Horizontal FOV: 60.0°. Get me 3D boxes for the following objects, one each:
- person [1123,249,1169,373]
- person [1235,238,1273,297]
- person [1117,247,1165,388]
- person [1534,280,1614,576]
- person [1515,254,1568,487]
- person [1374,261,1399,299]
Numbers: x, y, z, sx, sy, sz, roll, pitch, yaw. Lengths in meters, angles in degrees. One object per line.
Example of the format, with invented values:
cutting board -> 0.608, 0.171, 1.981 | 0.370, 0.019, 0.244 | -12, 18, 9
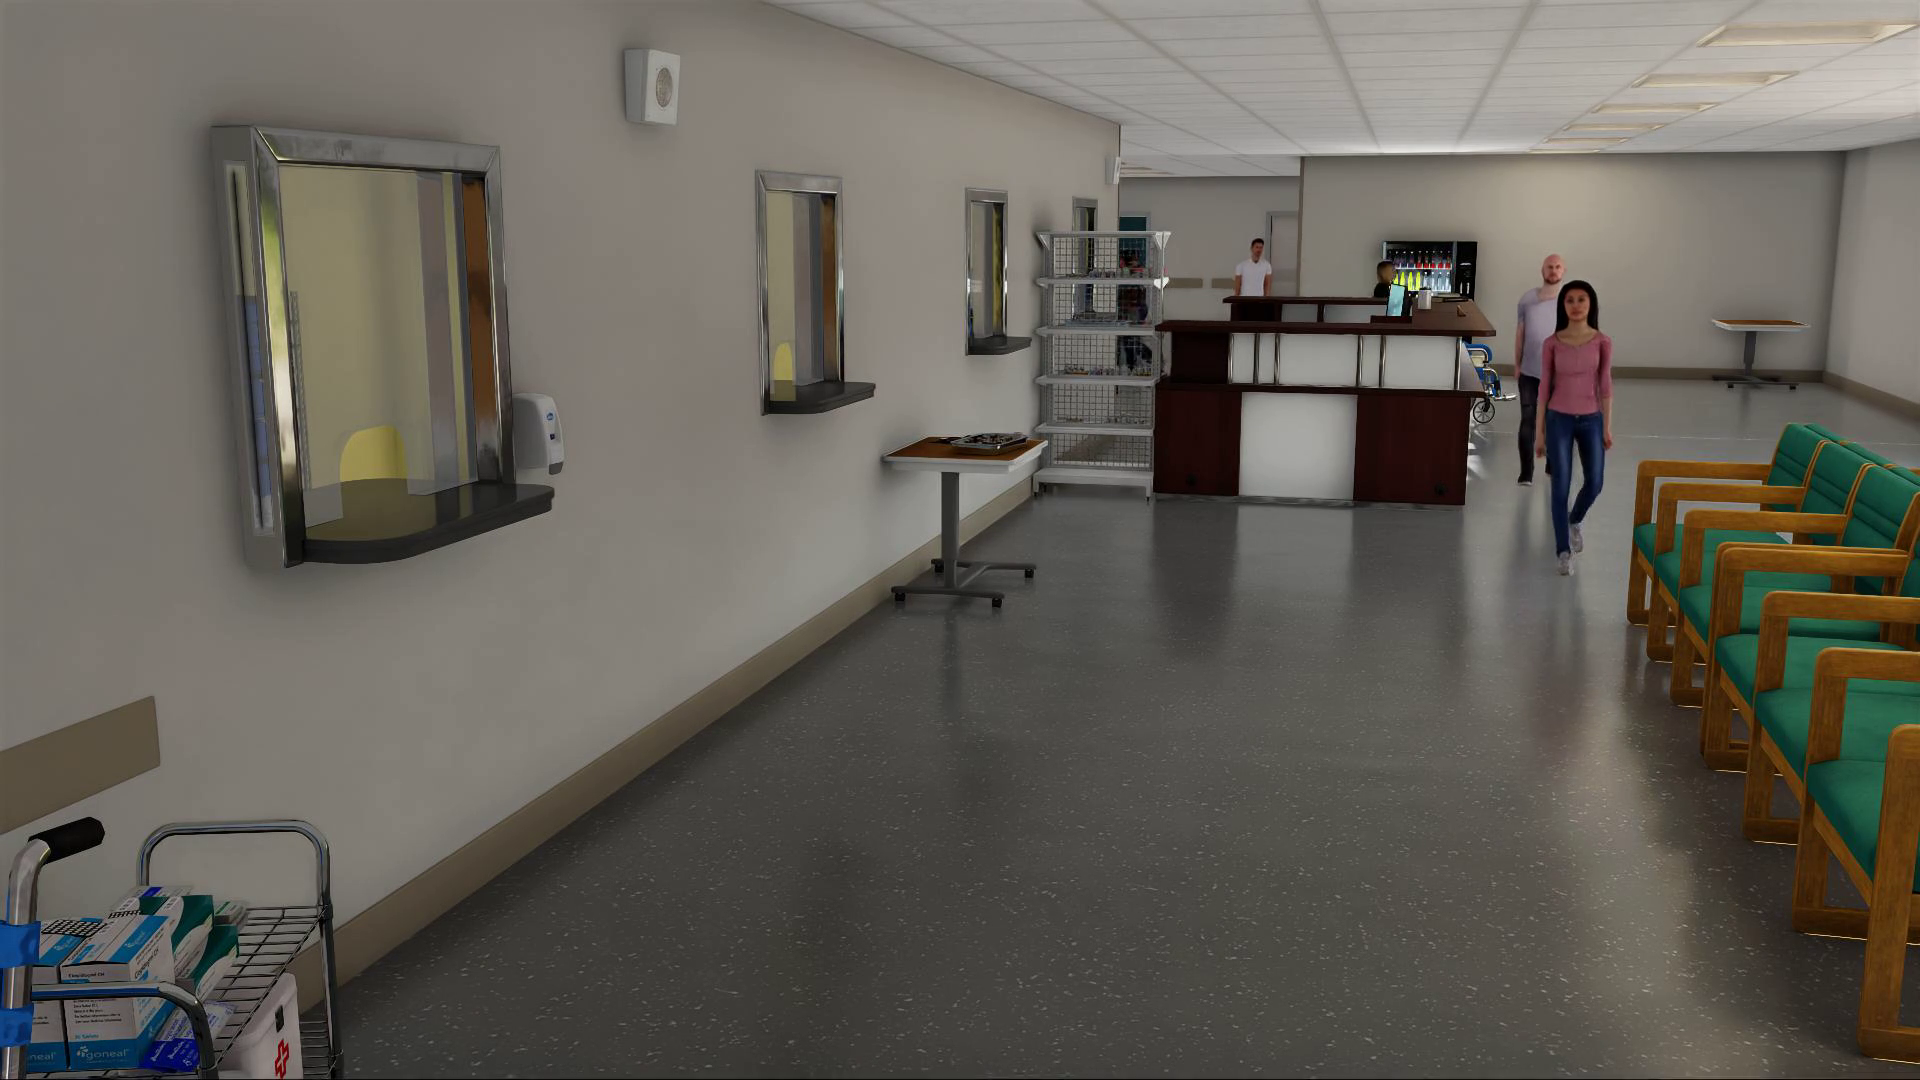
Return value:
person -> 2.352, -2.894, 21.605 | 1.029, 1.736, 0.737 | 5, 12, 23
person -> 4.292, -3.493, 24.492 | 0.848, 1.836, 0.818 | 1, 11, 8
person -> 2.180, -2.745, 20.800 | 1.198, 1.743, 0.857 | 8, 13, 36
person -> 3.681, -0.684, 9.962 | 0.719, 1.735, 0.648 | 3, 11, 15
person -> 4.664, -1.319, 13.178 | 1.200, 1.783, 0.845 | 4, 12, 21
person -> 4.578, -2.232, 18.378 | 1.094, 1.639, 0.800 | -1, 11, -3
